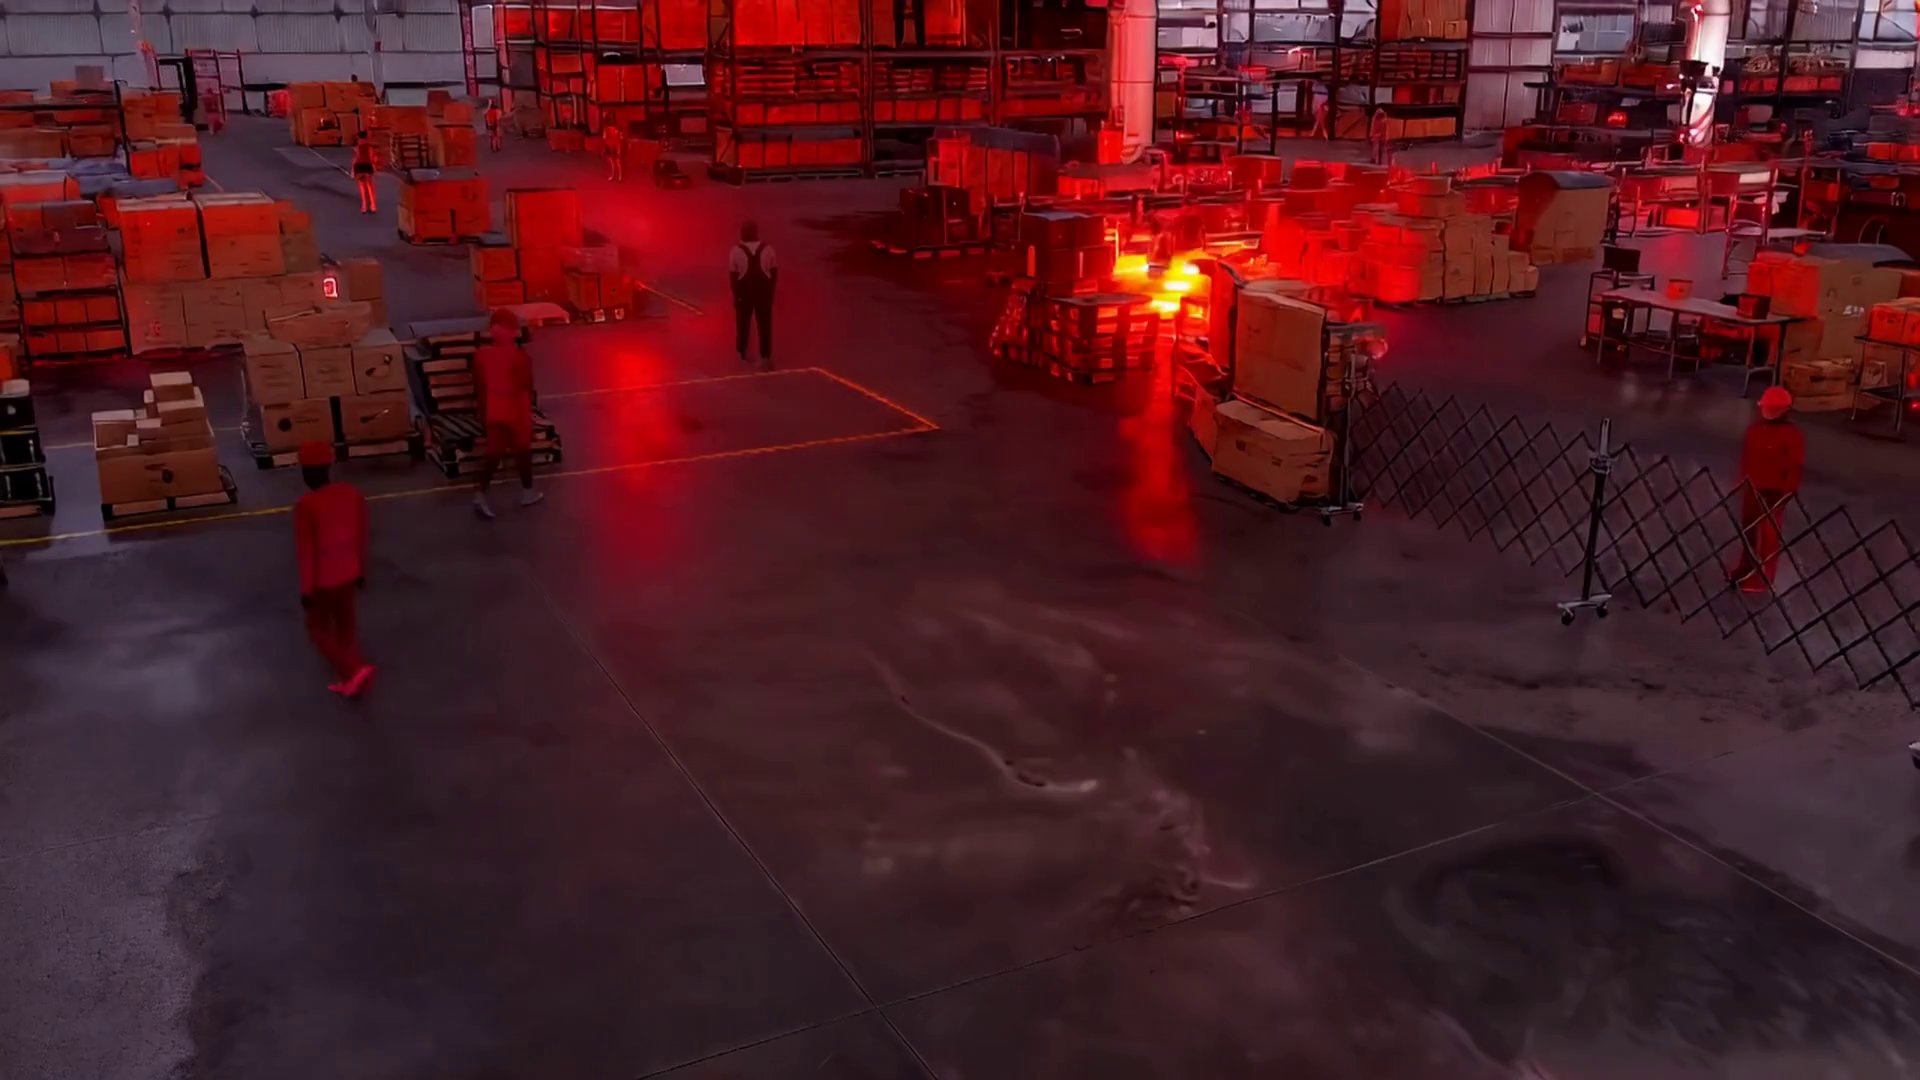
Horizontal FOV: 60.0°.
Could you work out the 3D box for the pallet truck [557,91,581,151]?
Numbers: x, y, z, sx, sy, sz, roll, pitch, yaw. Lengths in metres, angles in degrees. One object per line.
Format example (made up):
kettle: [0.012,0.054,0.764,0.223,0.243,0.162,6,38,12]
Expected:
pallet truck: [-13.495,-14.412,57.188,0.823,1.965,1.885,-3,18,-9]

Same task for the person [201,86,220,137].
person: [-28.338,-16.197,62.920,0.595,1.900,0.754,-15,23,-40]

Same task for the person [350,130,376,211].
person: [-14.434,-8.931,40.224,0.539,1.929,0.392,-15,23,-39]

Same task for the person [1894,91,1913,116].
person: [32.734,-14.598,57.847,0.608,1.946,0.406,8,20,25]

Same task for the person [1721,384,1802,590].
person: [6.787,-0.450,14.036,0.329,1.765,0.533,-6,19,-19]

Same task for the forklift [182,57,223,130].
forklift: [-30.624,-17.792,66.301,1.873,2.768,1.129,-9,20,-26]

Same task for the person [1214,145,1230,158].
person: [7.147,-10.549,45.664,0.695,1.666,0.551,-8,19,-23]

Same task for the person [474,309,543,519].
person: [-4.422,-1.215,16.055,0.622,2.008,0.993,4,18,13]

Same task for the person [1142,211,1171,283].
person: [2.933,-3.966,24.821,0.437,1.867,0.615,-4,18,-13]

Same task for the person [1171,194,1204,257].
person: [3.574,-4.504,26.397,0.551,1.934,0.373,-6,19,-19]

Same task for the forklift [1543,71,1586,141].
forklift: [18.685,-13.231,52.085,1.873,2.768,1.129,-9,20,-26]

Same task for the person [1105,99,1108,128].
person: [5.617,-15.993,62.070,0.631,2.023,0.431,-16,24,-41]

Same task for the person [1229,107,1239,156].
person: [9.069,-13.617,55.377,0.508,1.573,0.875,-11,21,-30]

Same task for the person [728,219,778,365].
person: [-2.868,-3.475,23.021,0.691,2.000,1.059,-5,19,-16]

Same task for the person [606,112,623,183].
person: [-9.691,-10.992,46.582,0.608,1.963,0.374,13,22,35]

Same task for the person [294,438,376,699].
person: [-4.409,0.223,11.702,0.460,1.908,0.604,7,19,20]

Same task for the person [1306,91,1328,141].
person: [13.207,-15.541,61.026,0.955,1.790,0.591,-10,20,-29]

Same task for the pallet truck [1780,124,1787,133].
pallet truck: [25.206,-12.542,52.601,1.601,1.201,0.680,0,18,-2]

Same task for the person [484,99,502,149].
person: [-16.177,-14.386,57.592,0.535,1.697,0.318,-1,18,-4]

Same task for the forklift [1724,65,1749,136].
forklift: [26.806,-15.244,58.359,1.873,2.768,1.129,-13,22,-34]

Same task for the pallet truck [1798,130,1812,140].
pallet truck: [25.526,-11.556,49.408,1.630,1.274,0.653,-9,20,-26]

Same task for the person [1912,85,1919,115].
person: [41.077,-18.800,71.035,0.550,1.886,0.977,-6,19,-18]

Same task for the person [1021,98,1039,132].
person: [2.356,-13.575,54.754,0.516,1.886,0.669,-17,24,-42]

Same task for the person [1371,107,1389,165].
person: [12.590,-12.071,50.062,0.399,1.900,0.636,-10,20,-29]
